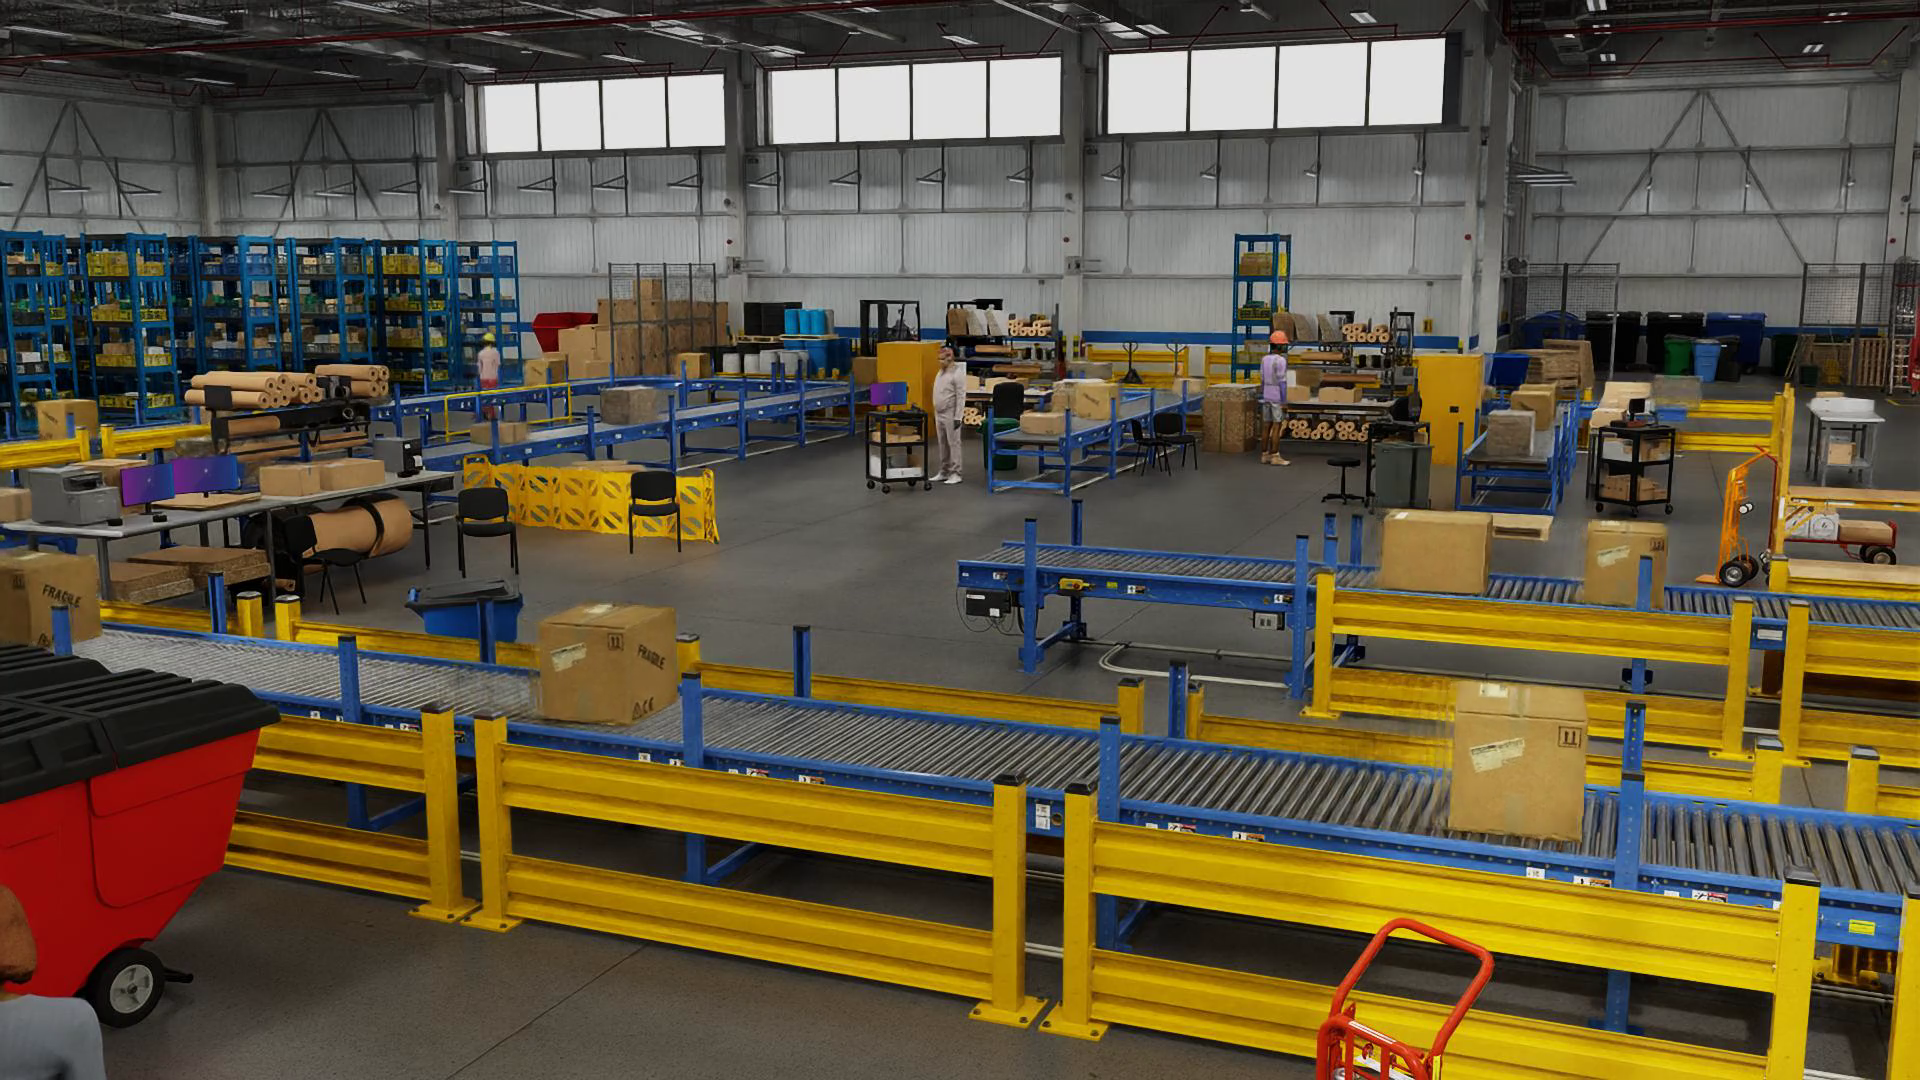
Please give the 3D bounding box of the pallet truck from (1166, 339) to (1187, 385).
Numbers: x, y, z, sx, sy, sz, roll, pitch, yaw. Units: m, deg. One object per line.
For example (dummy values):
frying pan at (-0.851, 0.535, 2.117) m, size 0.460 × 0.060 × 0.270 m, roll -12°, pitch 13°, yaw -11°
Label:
pallet truck at (5.418, -4.269, 40.420) m, size 0.704 × 1.261 × 1.522 m, roll 3°, pitch 10°, yaw 20°

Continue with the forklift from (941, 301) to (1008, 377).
forklift at (0.365, -4.966, 41.571) m, size 1.157 × 1.987 × 2.680 m, roll 3°, pitch 10°, yaw 20°

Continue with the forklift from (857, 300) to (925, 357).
forklift at (-1.732, -5.109, 42.468) m, size 1.157 × 1.987 × 2.680 m, roll 4°, pitch 10°, yaw 22°

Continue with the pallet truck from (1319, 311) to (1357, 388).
pallet truck at (9.071, -4.419, 39.190) m, size 0.823 × 1.965 × 1.885 m, roll 5°, pitch 10°, yaw 26°

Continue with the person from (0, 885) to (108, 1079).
person at (-2.232, 1.588, 3.895) m, size 0.498 × 1.633 × 0.284 m, roll -3°, pitch 10°, yaw -19°

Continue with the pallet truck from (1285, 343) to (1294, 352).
pallet truck at (7.886, -4.163, 39.743) m, size 0.653 × 1.274 × 1.630 m, roll 4°, pitch 10°, yaw 22°

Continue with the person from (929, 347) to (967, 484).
person at (-0.182, -1.731, 23.199) m, size 0.407 × 1.902 × 0.638 m, roll -6°, pitch 11°, yaw -33°

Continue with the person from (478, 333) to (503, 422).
person at (-9.031, -3.097, 31.903) m, size 0.538 × 1.753 × 0.556 m, roll 5°, pitch 11°, yaw 27°

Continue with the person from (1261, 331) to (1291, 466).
person at (4.795, -2.139, 25.238) m, size 0.373 × 2.044 × 0.606 m, roll -4°, pitch 10°, yaw -21°

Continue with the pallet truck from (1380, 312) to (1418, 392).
pallet truck at (10.207, -4.283, 38.369) m, size 0.823 × 1.965 × 1.885 m, roll 3°, pitch 10°, yaw 20°

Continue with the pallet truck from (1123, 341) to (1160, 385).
pallet truck at (4.445, -4.380, 41.279) m, size 0.680 × 1.201 × 1.601 m, roll 4°, pitch 10°, yaw 22°
